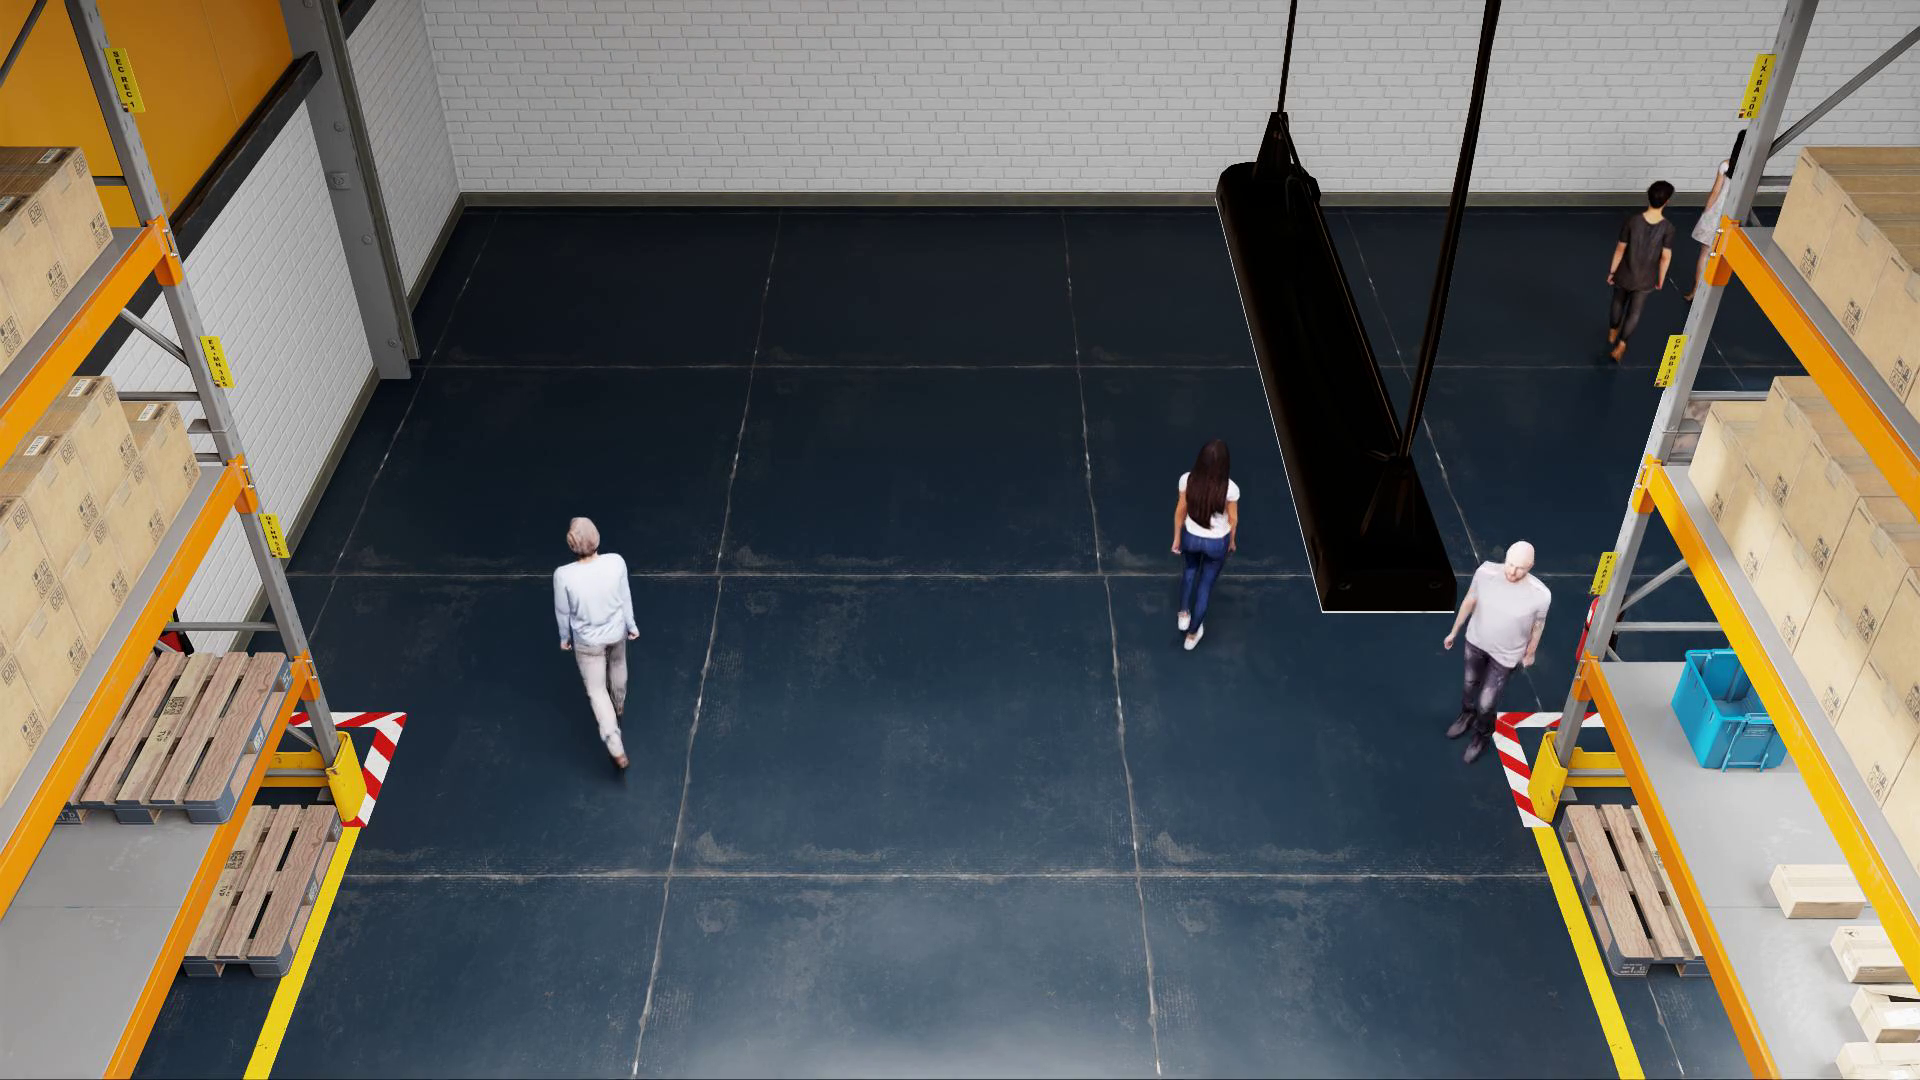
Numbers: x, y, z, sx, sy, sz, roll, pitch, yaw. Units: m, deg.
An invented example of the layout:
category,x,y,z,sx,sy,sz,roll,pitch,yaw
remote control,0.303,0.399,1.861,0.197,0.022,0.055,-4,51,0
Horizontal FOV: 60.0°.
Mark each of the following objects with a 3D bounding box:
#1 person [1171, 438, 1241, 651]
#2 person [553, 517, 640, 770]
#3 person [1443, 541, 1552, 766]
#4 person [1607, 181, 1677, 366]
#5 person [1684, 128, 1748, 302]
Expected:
category,x,y,z,sx,sy,sz,roll,pitch,yaw
person,1.704,0.084,11.807,0.702,1.763,0.742,19,42,22
person,-2.359,0.682,10.980,1.011,1.860,1.306,-17,41,-20
person,3.605,0.668,11.036,0.920,1.812,0.856,-26,46,-29
person,6.071,-2.381,14.947,0.942,1.696,1.141,19,43,23
person,7.218,-3.049,15.722,0.649,1.773,0.632,-2,39,-2
